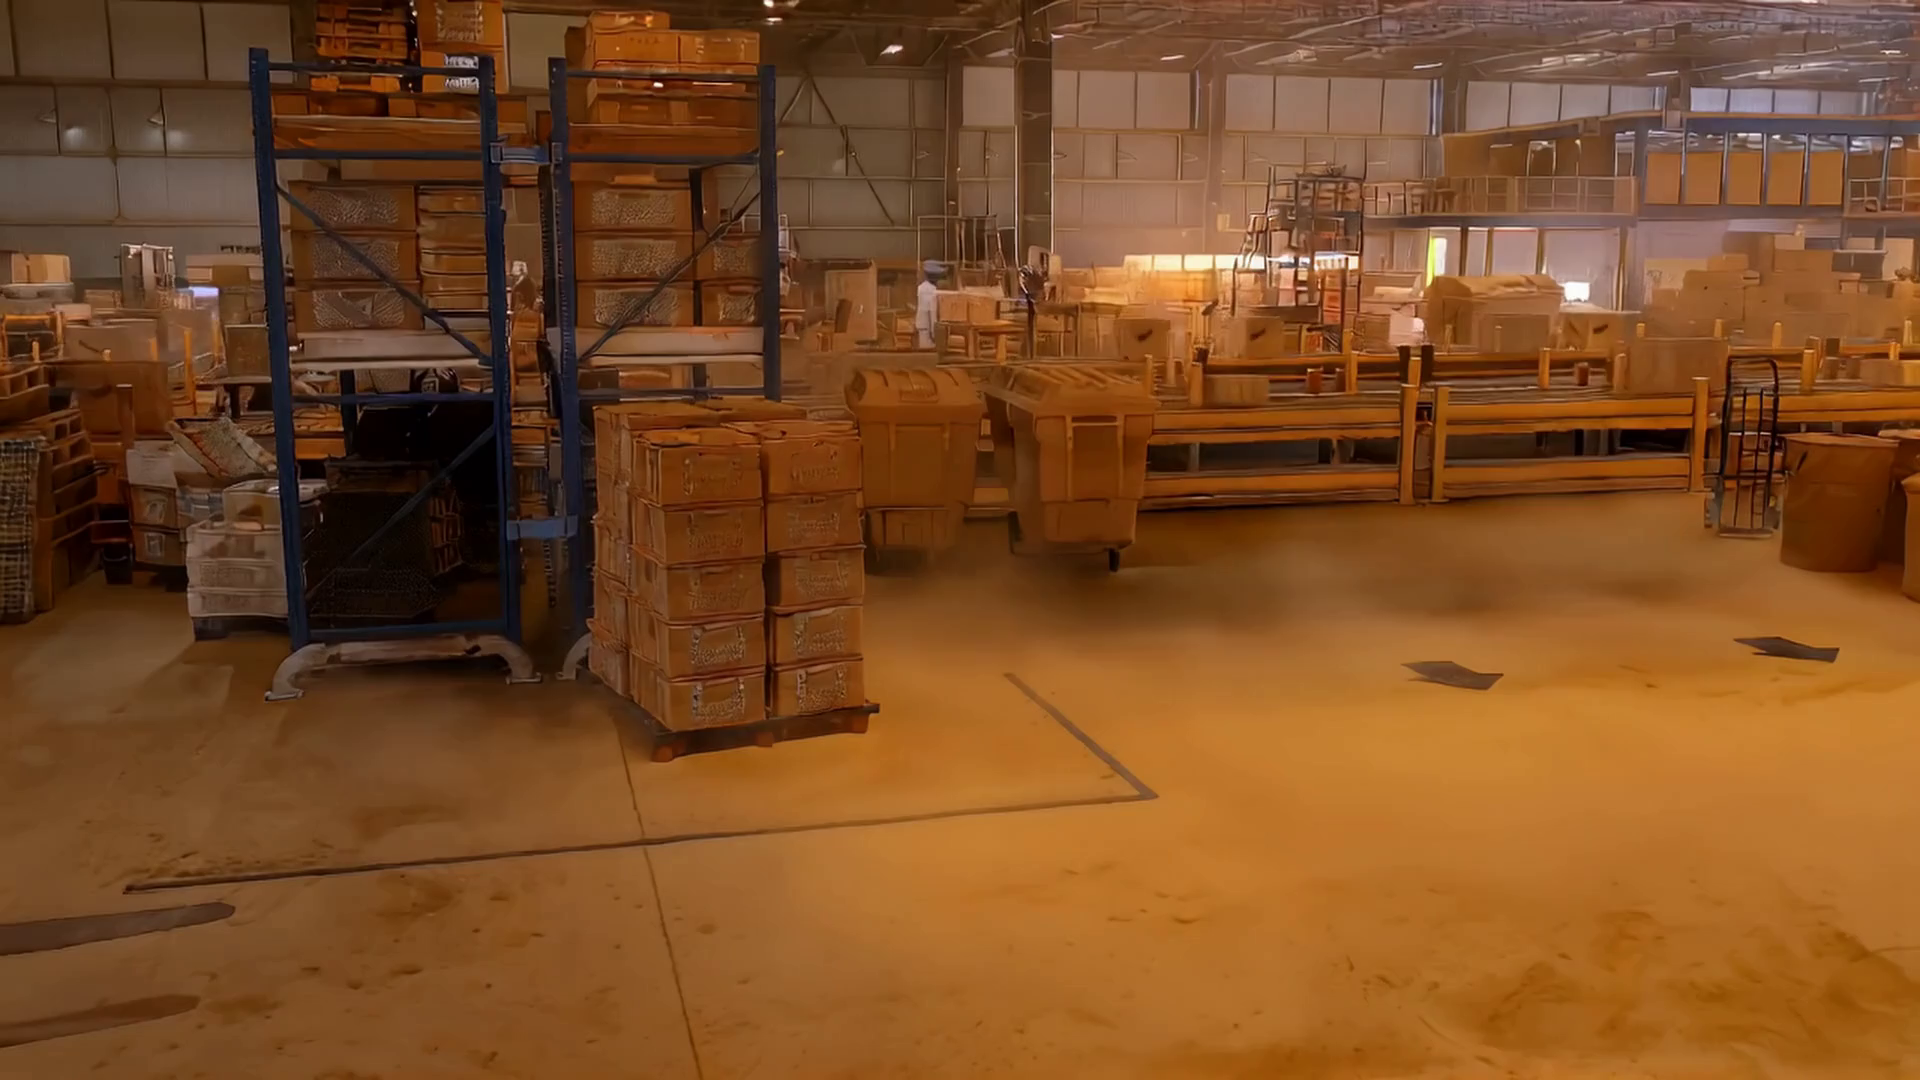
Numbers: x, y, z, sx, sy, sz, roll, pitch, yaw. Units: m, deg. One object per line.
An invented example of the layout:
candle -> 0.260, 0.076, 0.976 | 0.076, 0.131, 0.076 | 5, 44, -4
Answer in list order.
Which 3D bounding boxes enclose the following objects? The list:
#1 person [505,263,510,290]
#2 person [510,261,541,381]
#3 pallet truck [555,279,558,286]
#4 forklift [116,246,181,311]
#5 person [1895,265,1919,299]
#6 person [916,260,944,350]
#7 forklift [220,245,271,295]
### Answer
person -> -10.821, -5.721, 39.504 | 0.314, 1.769, 0.525 | -7, 12, -35
person -> -6.943, -3.488, 26.507 | 0.420, 1.896, 0.656 | -4, 11, -22
pallet truck -> -10.604, -6.375, 44.520 | 0.653, 1.274, 1.630 | -3, 10, -15
forklift -> -19.966, -6.232, 40.894 | 1.157, 1.987, 2.680 | -3, 10, -15
person -> 15.633, -3.661, 27.677 | 0.597, 1.821, 0.403 | 1, 10, 8
person -> -0.448, -3.169, 24.622 | 0.419, 1.918, 0.553 | -2, 10, -13
forklift -> -17.749, -6.334, 41.440 | 1.157, 1.987, 2.680 | -3, 10, -17
